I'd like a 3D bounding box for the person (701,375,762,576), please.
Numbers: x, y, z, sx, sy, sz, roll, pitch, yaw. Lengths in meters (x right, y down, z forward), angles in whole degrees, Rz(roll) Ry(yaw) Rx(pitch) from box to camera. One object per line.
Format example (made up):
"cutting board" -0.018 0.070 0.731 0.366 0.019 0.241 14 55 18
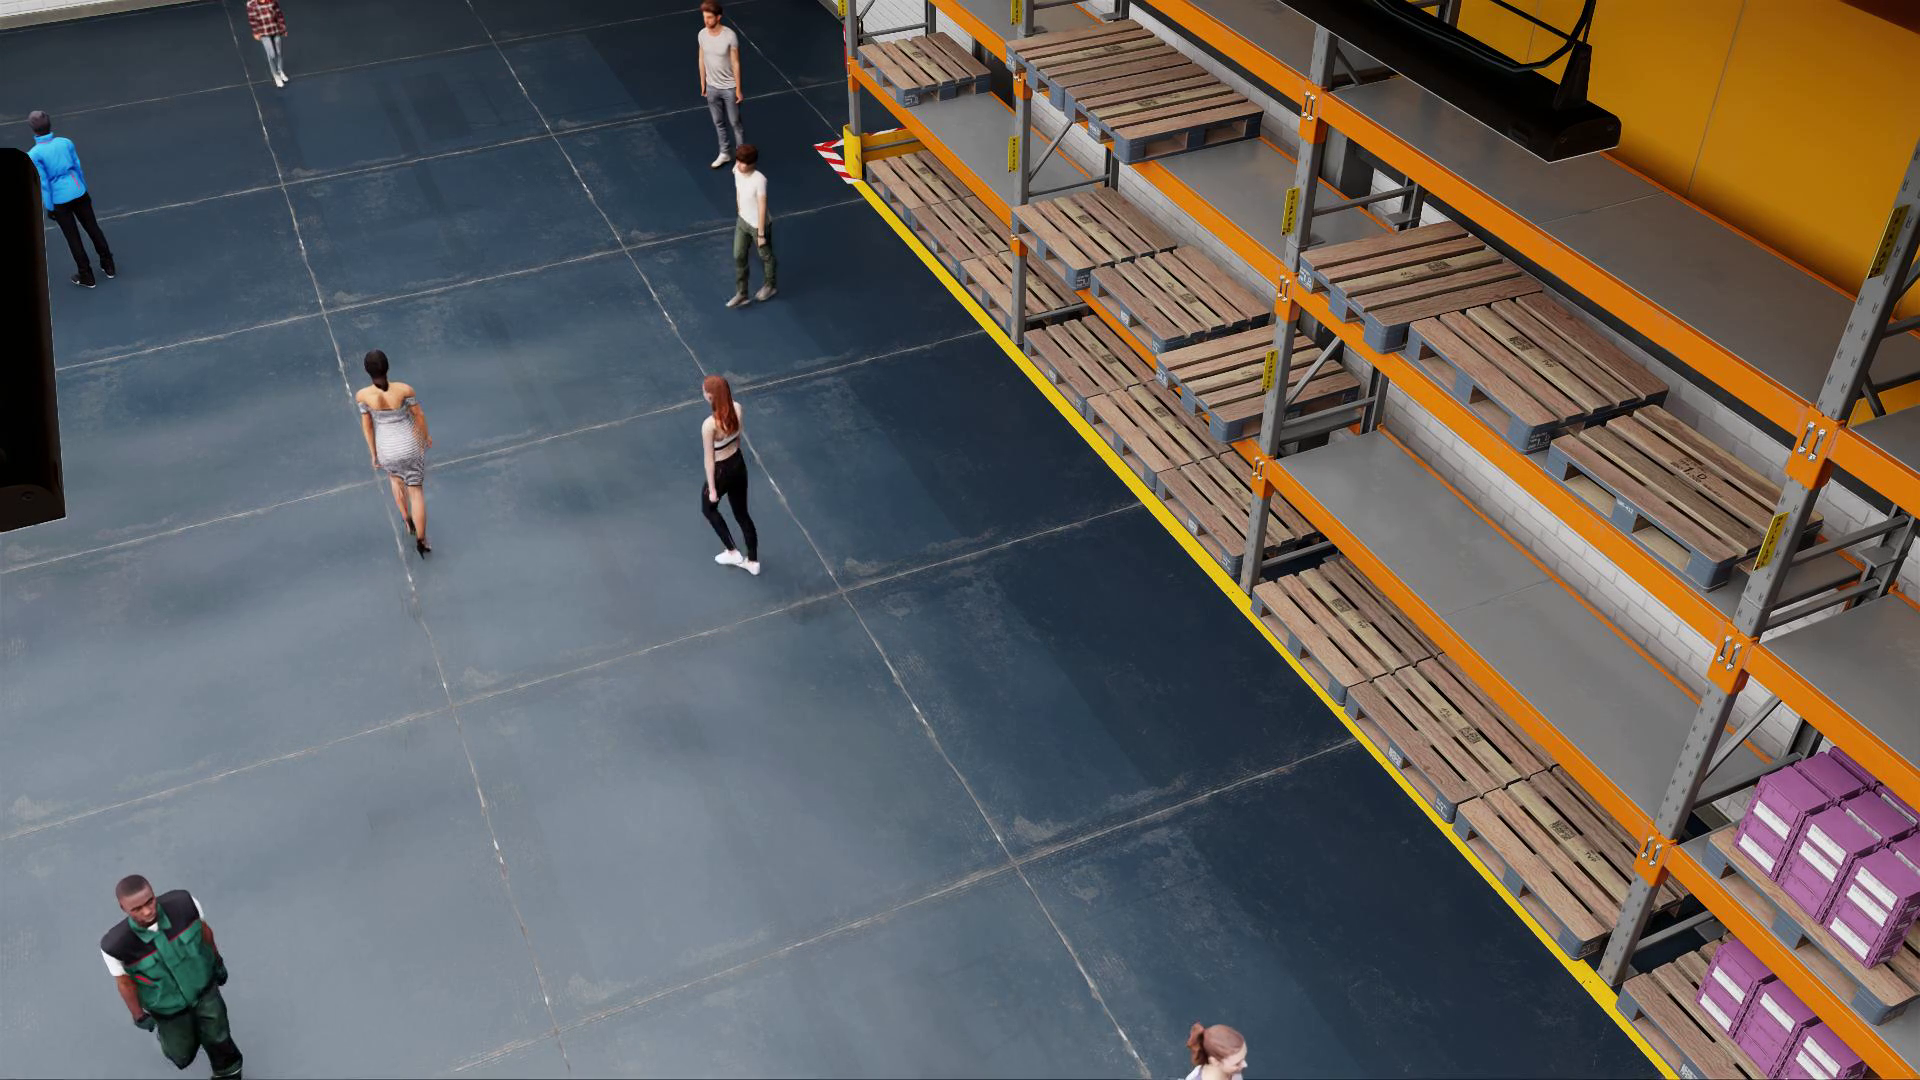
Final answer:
"person" -1.684 -0.444 12.532 0.821 1.728 0.771 26 45 28

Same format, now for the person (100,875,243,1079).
"person" -4.220 2.376 8.924 1.074 1.823 0.924 27 46 30

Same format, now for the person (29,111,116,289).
"person" -8.603 -3.297 16.052 0.717 1.794 0.696 22 43 25

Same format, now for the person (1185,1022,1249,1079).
"person" 1.136 2.940 8.308 1.211 1.711 0.959 24 45 27

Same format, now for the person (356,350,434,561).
"person" -4.262 -0.599 12.662 0.699 1.807 0.765 -4 39 -5

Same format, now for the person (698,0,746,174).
"person" -2.564 -4.934 18.027 0.744 1.887 0.810 14 41 17

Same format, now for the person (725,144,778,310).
"person" -1.901 -3.032 15.844 0.912 1.639 0.899 25 45 27

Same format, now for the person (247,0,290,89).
"person" -8.350 -6.164 20.041 0.623 1.294 0.699 -30 48 -32
